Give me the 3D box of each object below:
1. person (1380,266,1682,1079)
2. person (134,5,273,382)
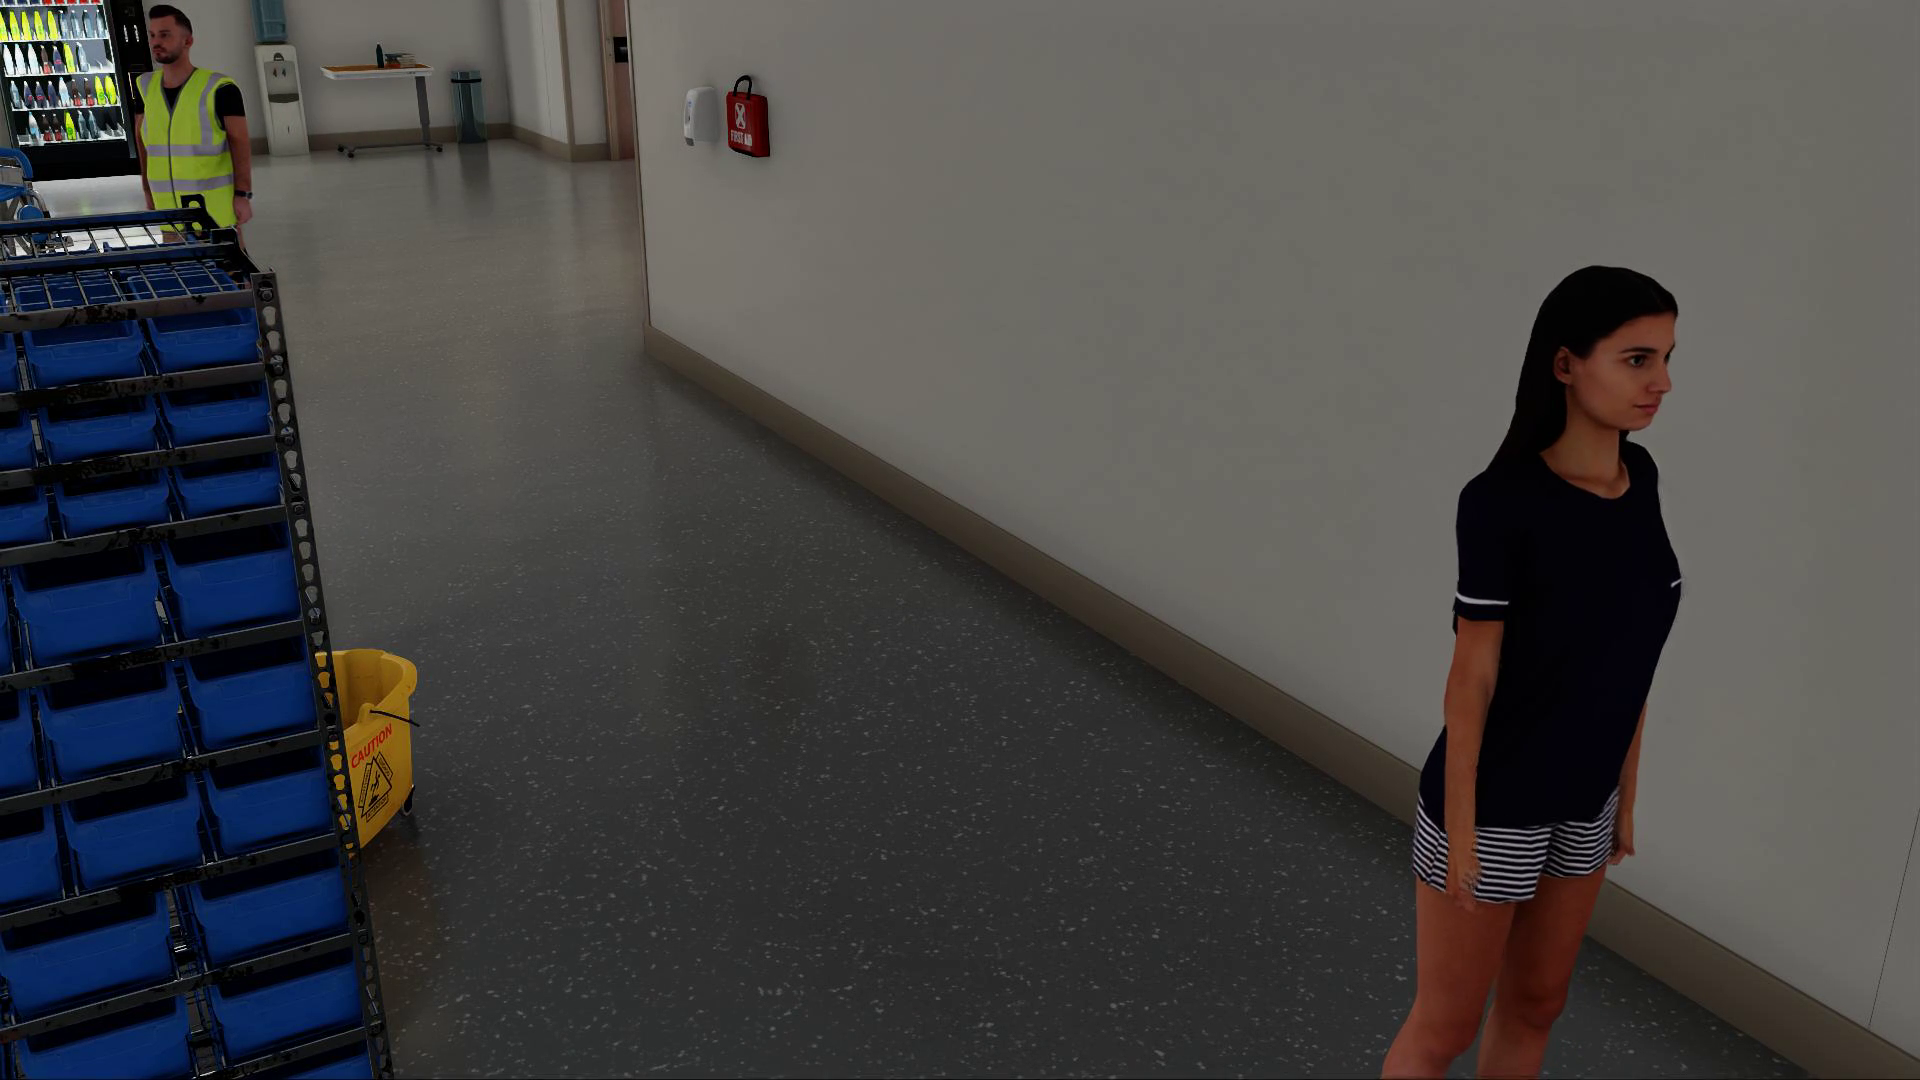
[{"bbox_3d":[0.910,0.428,2.706,0.462,1.765,0.635,-11,23,-27],"label":"person"},{"bbox_3d":[-3.640,-1.595,7.930,0.828,1.847,0.903,1,21,2],"label":"person"}]
